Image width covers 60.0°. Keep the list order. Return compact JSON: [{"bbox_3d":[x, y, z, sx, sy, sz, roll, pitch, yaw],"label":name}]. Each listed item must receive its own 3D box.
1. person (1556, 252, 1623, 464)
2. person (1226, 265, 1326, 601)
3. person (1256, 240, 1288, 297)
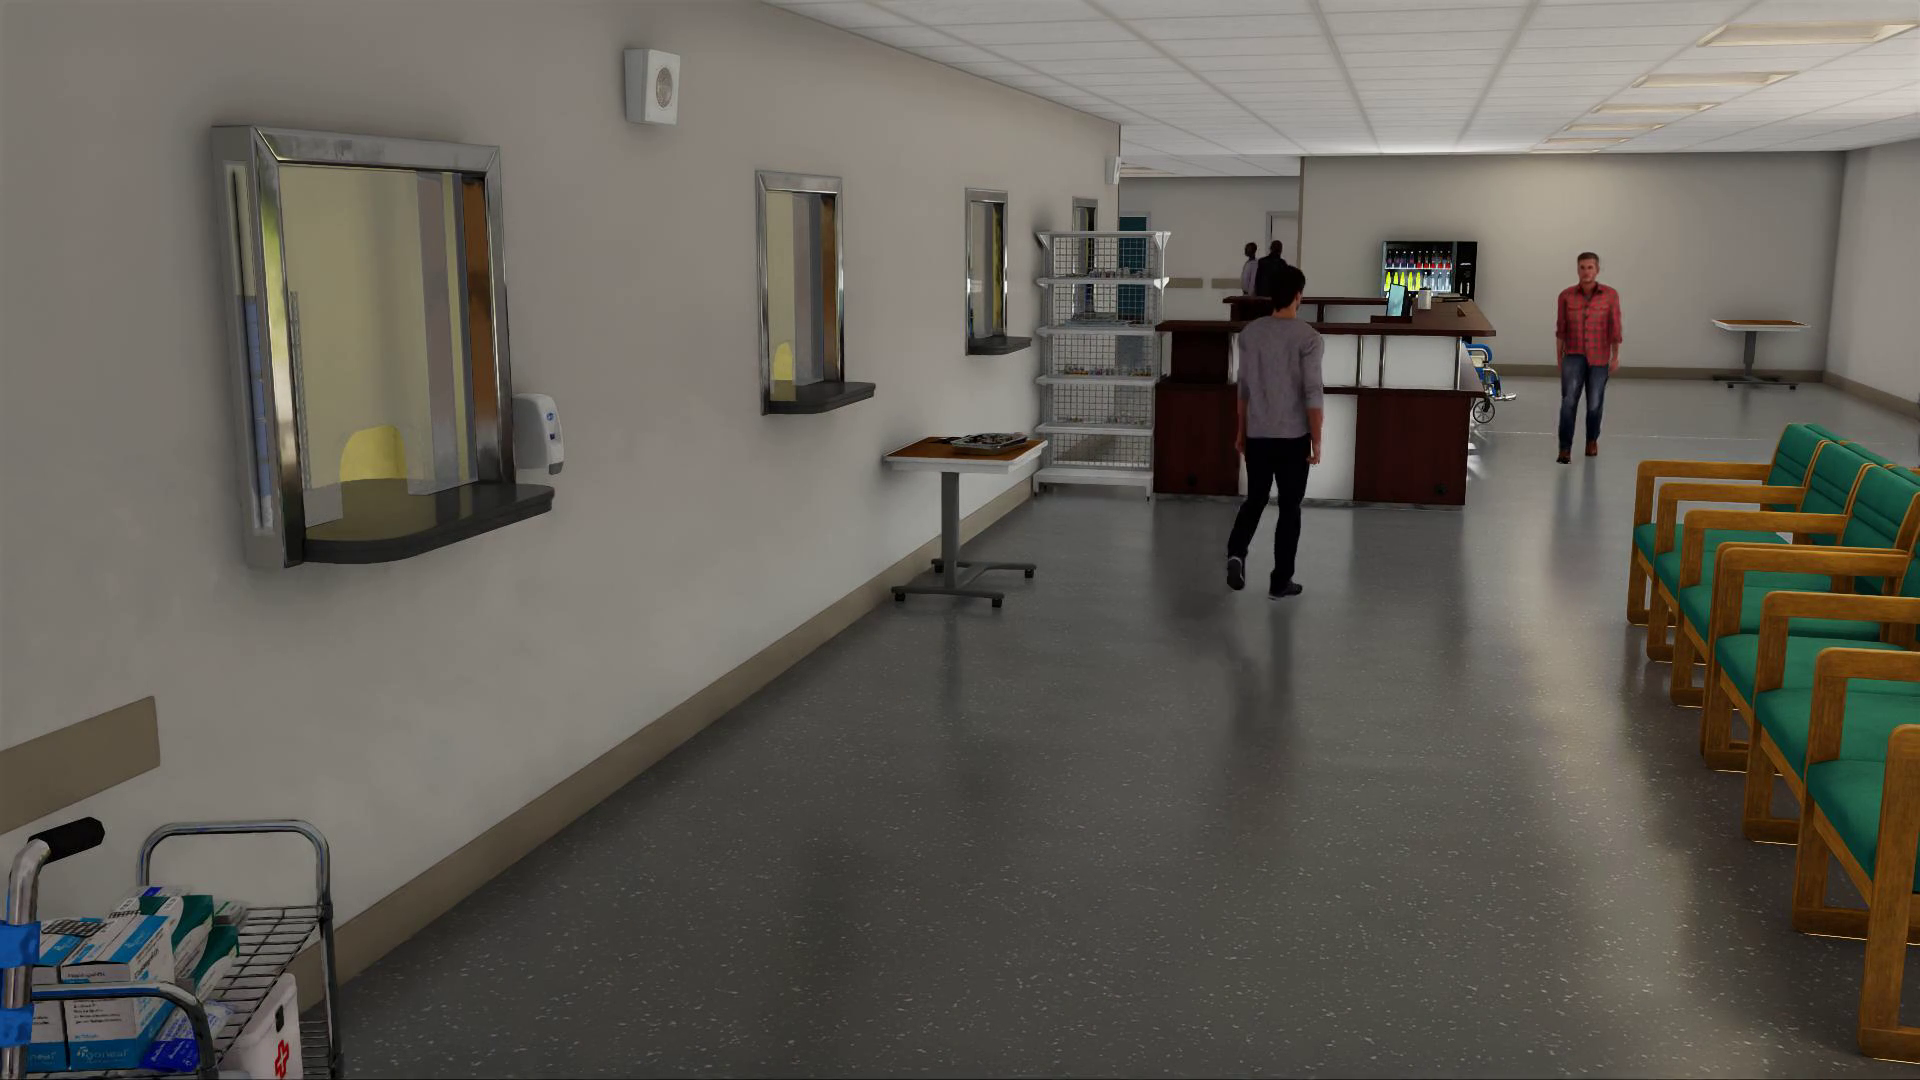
[{"bbox_3d":[5.451,-1.554,14.419,1.191,1.783,0.861,4,12,22],"label":"person"},{"bbox_3d":[1.678,-0.558,9.044,0.875,1.830,0.897,8,13,36],"label":"person"},{"bbox_3d":[4.849,-3.798,26.175,1.169,1.809,0.814,3,11,18],"label":"person"}]
